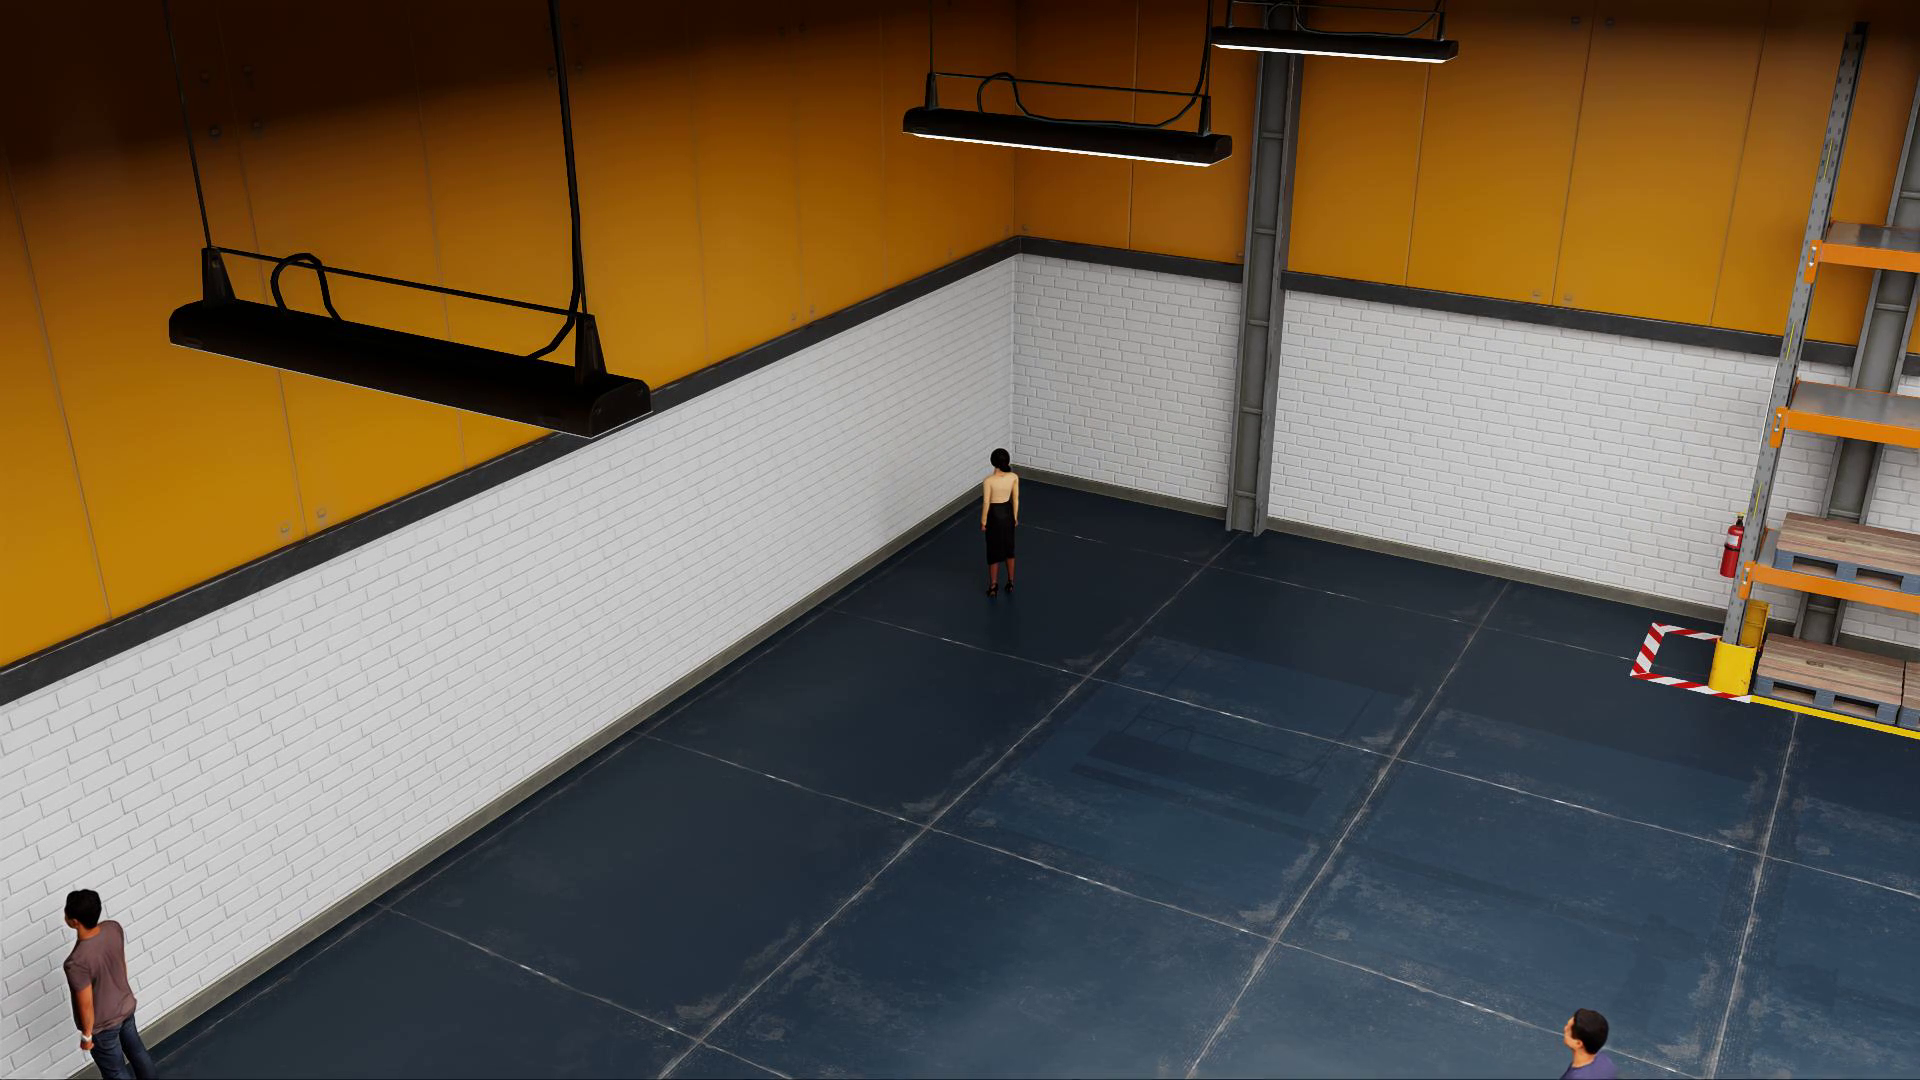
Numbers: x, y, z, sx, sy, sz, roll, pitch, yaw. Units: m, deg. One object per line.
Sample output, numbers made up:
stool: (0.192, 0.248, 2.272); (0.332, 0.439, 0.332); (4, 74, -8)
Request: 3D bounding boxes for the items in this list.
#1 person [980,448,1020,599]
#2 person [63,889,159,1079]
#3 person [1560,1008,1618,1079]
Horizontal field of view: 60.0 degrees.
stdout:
person: (0.420, -0.190, 17.426); (0.666, 1.652, 0.707); (-9, 25, -20)
person: (-5.211, 2.898, 10.204); (0.681, 1.779, 0.699); (2, 24, 6)
person: (3.381, 3.346, 9.165); (0.571, 1.790, 0.683); (18, 29, 35)
